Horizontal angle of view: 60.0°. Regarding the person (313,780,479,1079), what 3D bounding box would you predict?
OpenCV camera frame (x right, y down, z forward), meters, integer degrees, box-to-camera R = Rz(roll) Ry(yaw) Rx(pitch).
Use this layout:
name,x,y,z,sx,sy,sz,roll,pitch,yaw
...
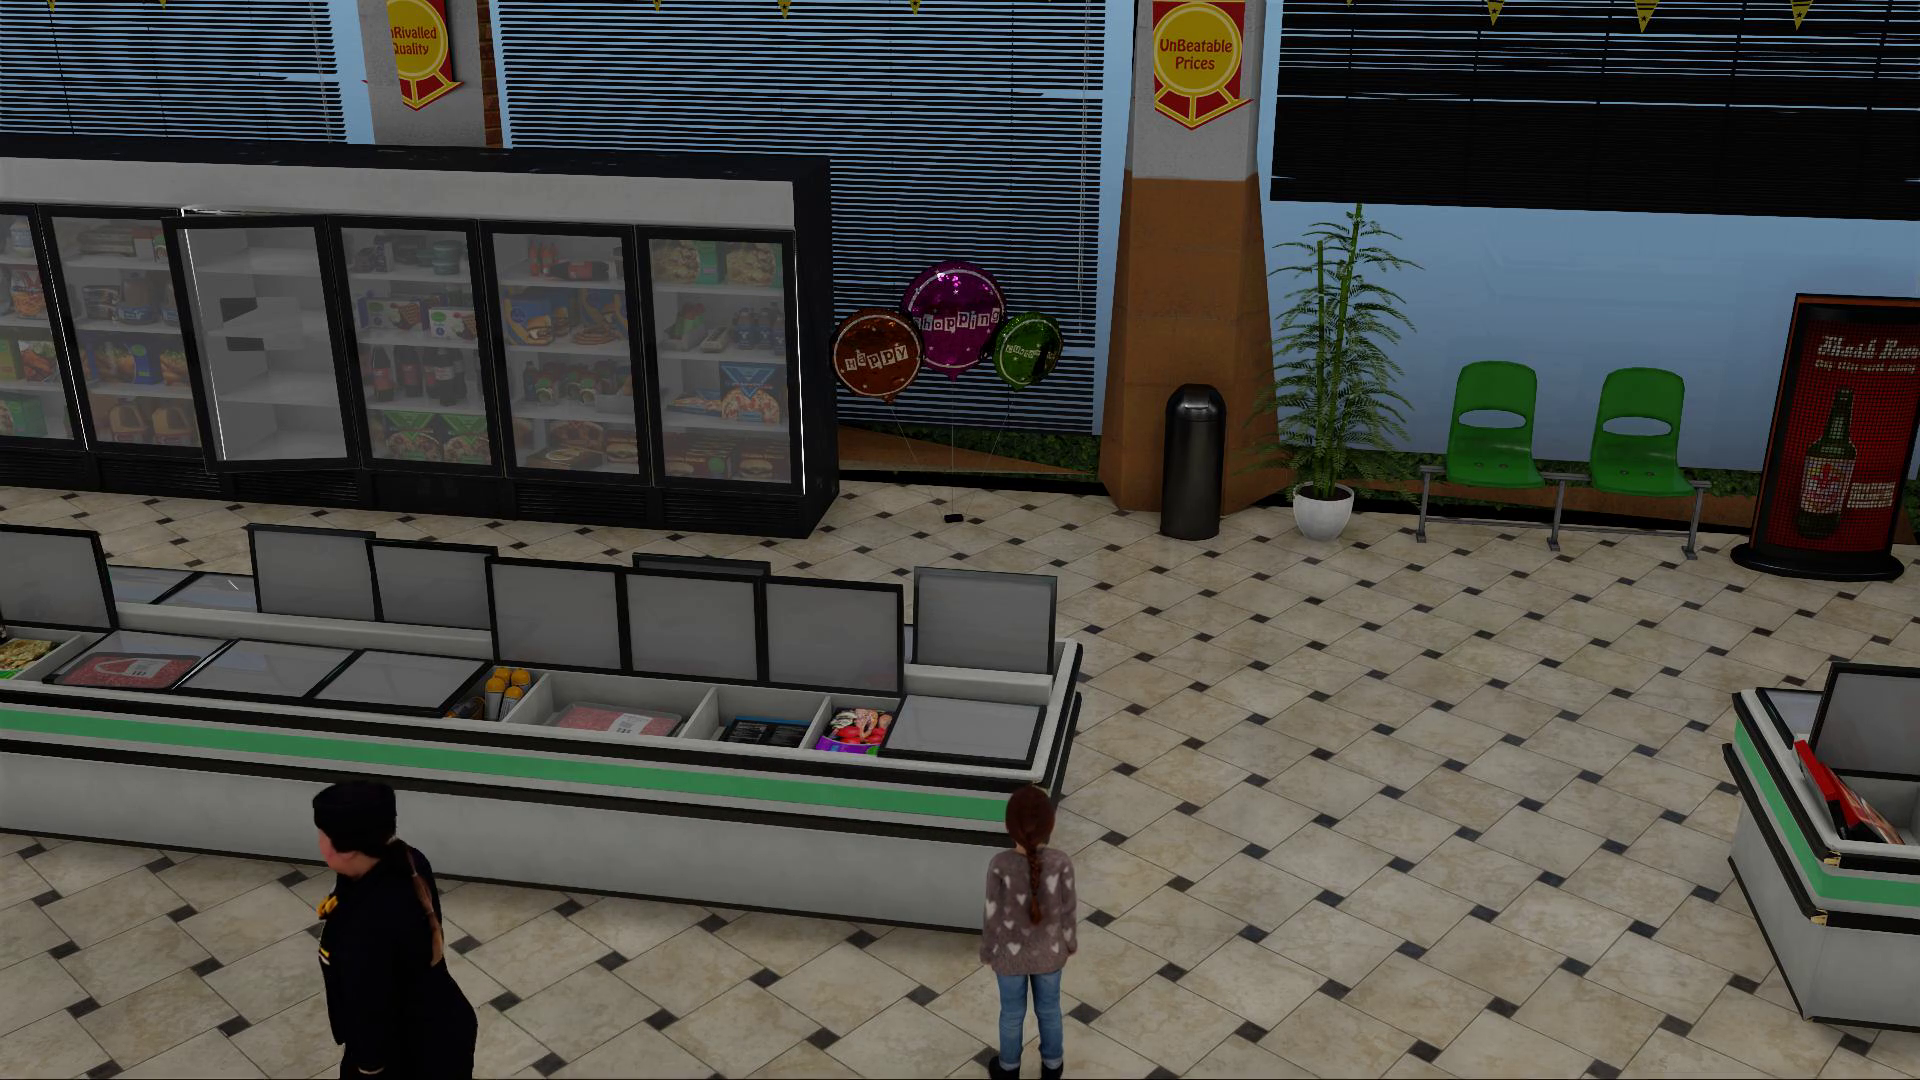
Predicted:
name,x,y,z,sx,sy,sz,roll,pitch,yaw
person,-1.543,1.471,4.863,0.736,1.656,0.758,-1,22,-3

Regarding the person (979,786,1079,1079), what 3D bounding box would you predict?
name,x,y,z,sx,sy,sz,roll,pitch,yaw
person,0.234,1.386,5.695,0.474,1.194,0.598,-3,22,-7
